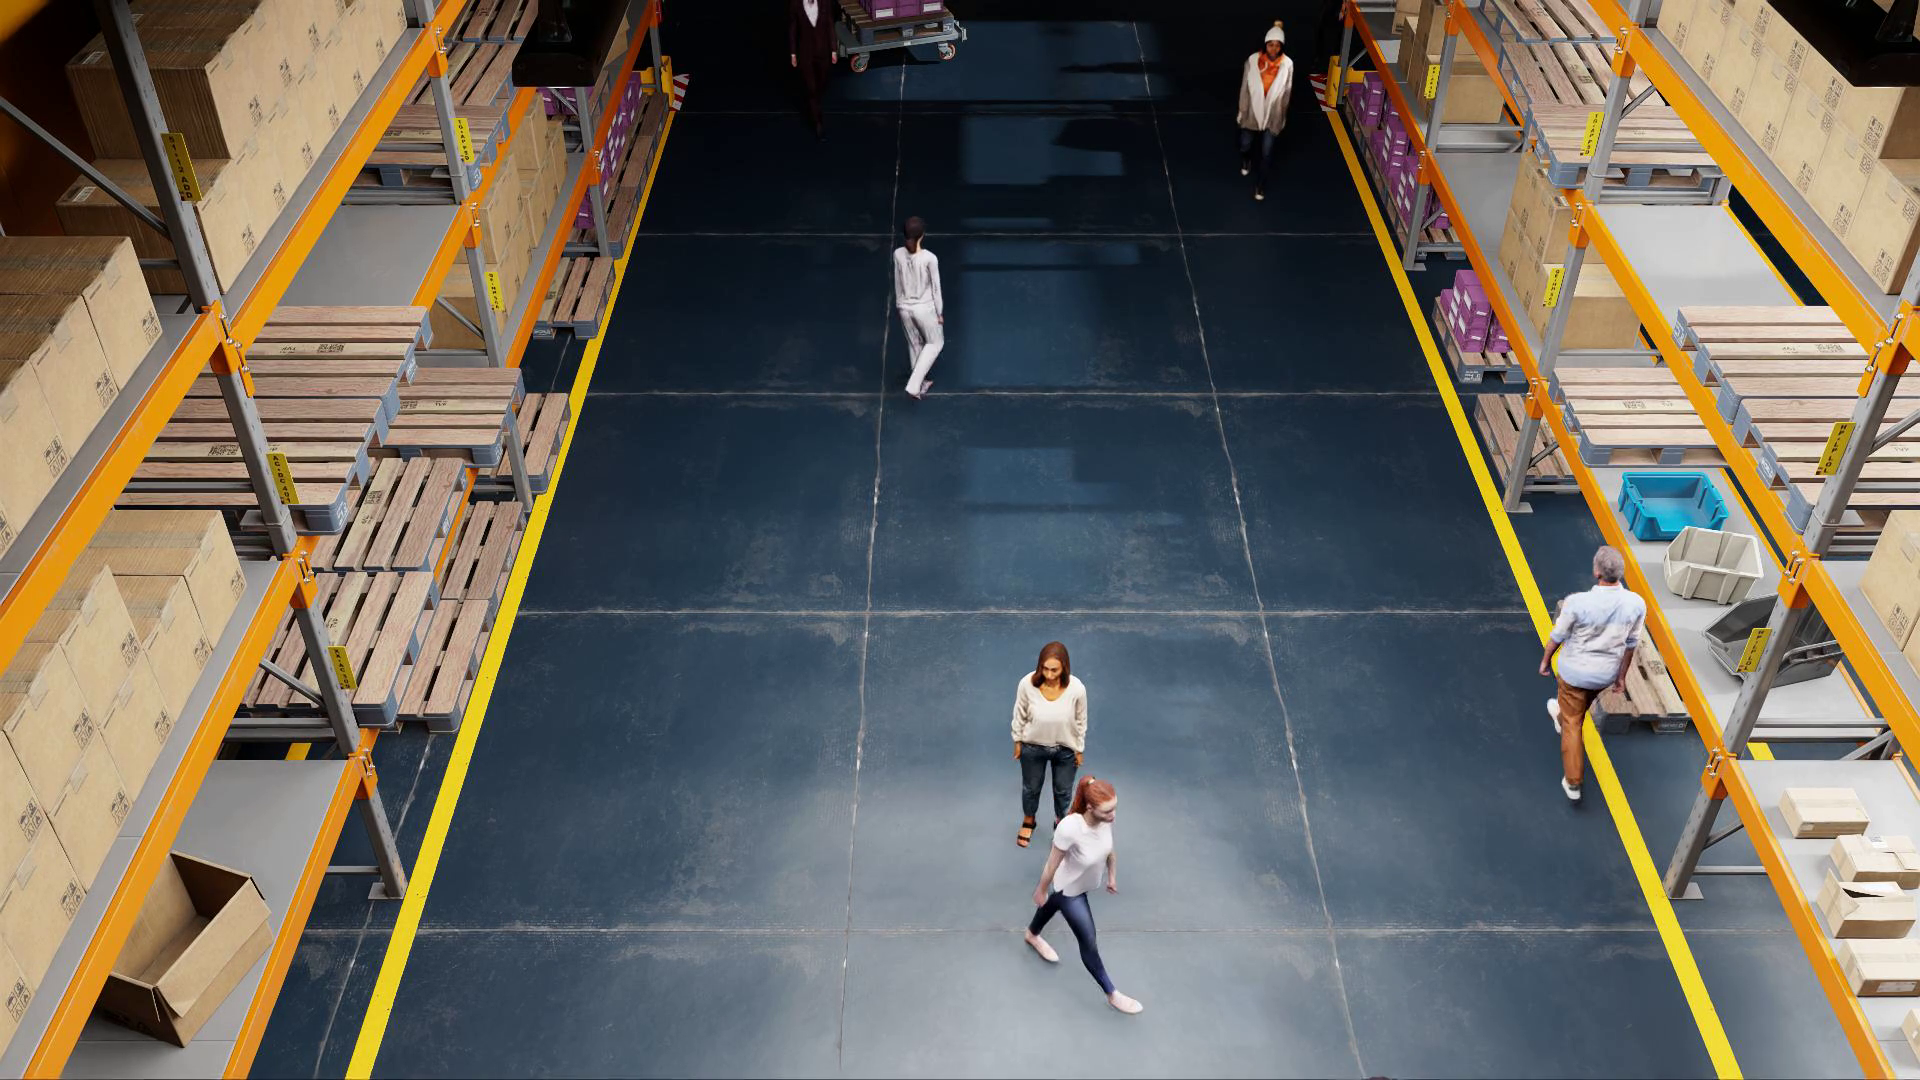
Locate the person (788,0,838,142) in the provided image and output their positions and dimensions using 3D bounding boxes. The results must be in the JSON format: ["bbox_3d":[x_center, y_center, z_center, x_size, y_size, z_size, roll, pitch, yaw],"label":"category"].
[{"bbox_3d":[-1.666,-5.543,18.820,0.920,1.843,1.247,-11,40,-13],"label":"person"}]

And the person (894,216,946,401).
[{"bbox_3d":[-0.390,-1.948,14.382,0.782,1.764,0.886,17,42,20],"label":"person"}]

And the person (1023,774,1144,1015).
[{"bbox_3d":[0.593,1.934,9.586,1.138,1.681,1.119,31,48,33],"label":"person"}]

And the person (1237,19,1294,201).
[{"bbox_3d":[3.208,-4.581,17.590,0.783,1.875,0.966,6,39,8],"label":"person"}]

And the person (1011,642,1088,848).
[{"bbox_3d":[0.565,1.278,10.408,0.648,1.682,0.572,5,39,6],"label":"person"}]

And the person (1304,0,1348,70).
[{"bbox_3d":[4.649,-6.551,20.255,0.836,1.628,0.780,-25,45,-28],"label":"person"}]

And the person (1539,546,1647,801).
[{"bbox_3d":[4.099,0.900,10.808,0.694,1.773,1.162,2,39,2],"label":"person"}]
